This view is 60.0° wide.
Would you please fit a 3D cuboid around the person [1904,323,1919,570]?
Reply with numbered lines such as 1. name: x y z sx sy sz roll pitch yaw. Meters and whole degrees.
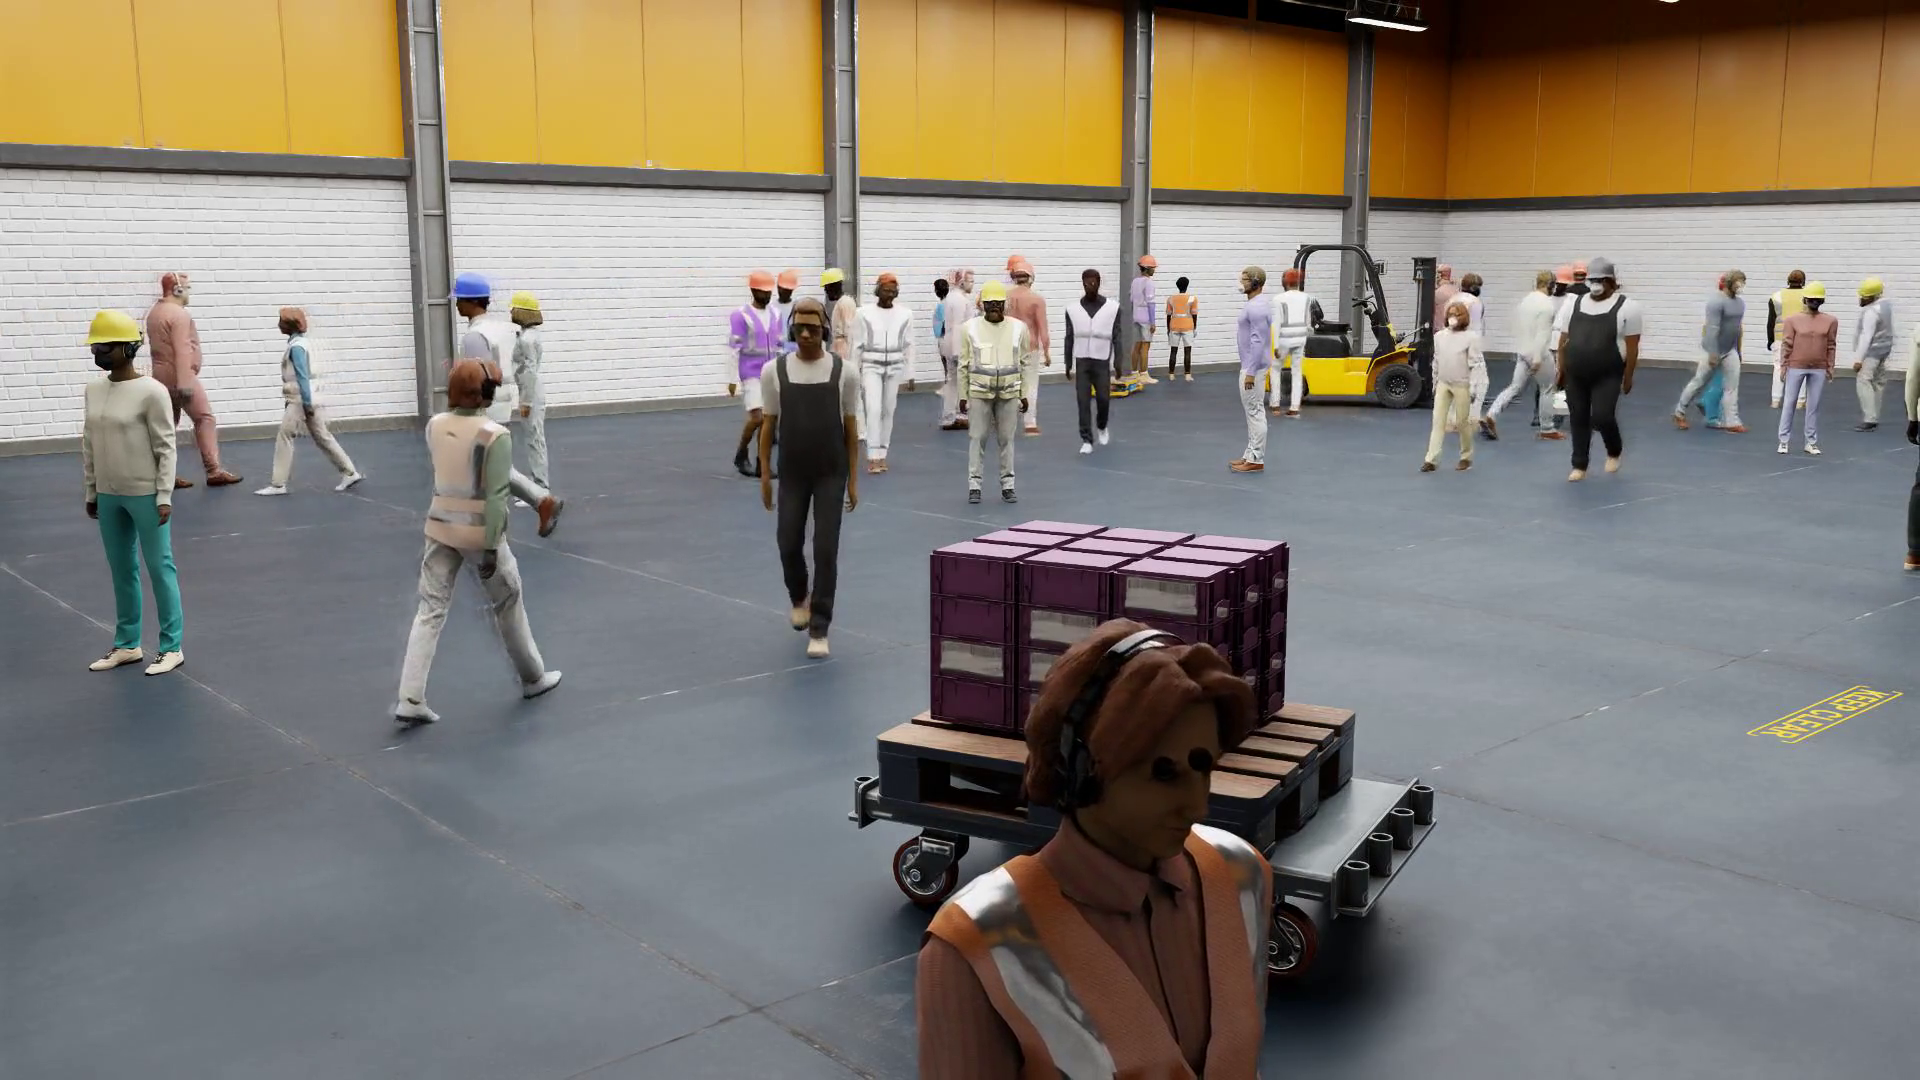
1. person: 6.347 -0.769 10.583 0.400 1.989 0.623 -6 11 -30

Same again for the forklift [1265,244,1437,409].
1. forklift: 5.256 -2.933 22.661 2.313 2.155 1.214 3 10 16

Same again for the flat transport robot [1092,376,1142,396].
1. flat transport robot: 2.223 -2.263 24.364 0.652 0.197 1.431 3 10 16

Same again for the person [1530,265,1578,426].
1. person: 7.074 -2.296 19.747 0.560 1.911 0.488 5 11 26

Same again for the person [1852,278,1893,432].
1. person: 10.563 -2.143 19.278 0.406 1.781 0.691 9 13 44

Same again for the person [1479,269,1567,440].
1. person: 6.198 -2.014 18.187 0.958 1.897 0.637 -2 10 -11

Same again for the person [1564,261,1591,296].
1. person: 8.244 -2.728 22.174 0.653 1.941 1.028 6 11 30

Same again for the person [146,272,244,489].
1. person: -6.691 -1.385 14.504 0.680 1.877 0.812 9 13 41

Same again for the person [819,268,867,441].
1. person: -1.298 -2.013 18.149 0.634 1.889 0.612 -1 10 -4

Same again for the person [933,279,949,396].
1. person: -0.237 -2.944 24.184 0.321 1.695 0.530 1 10 3

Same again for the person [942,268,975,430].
1. person: 0.054 -2.193 19.226 0.587 1.881 0.678 -1 10 -7

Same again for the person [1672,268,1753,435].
1. person: 8.664 -2.167 19.073 0.640 1.896 1.007 -6 11 -31

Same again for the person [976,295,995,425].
1. person: 0.336 -2.156 19.758 0.347 1.616 0.515 -3 10 -16

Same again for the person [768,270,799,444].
1. person: -1.895 -2.007 18.186 0.557 1.879 1.022 1 10 6

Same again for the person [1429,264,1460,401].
1. person: 6.753 -2.902 23.336 0.399 1.905 0.642 7 12 35

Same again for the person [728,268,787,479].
1. person: -1.793 -1.488 15.012 0.437 1.915 0.579 9 13 41

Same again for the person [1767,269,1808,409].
1. person: 11.079 -2.667 22.138 0.619 1.845 0.430 6 11 32

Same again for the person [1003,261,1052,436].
1. person: 0.707 -2.149 18.721 0.650 1.970 0.560 7 12 36

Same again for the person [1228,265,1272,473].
1. person: 2.730 -1.592 15.562 0.372 1.940 0.629 1 10 7

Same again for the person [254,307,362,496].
1. person: -5.564 -1.186 14.168 0.844 1.601 0.524 -3 10 -16

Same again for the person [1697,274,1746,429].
1. person: 8.935 -2.221 19.565 0.617 1.822 0.486 -4 10 -22

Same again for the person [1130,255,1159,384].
1. person: 2.941 -3.484 26.334 0.391 2.041 0.615 -4 11 -23

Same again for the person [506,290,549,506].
1. person: -3.514 -1.147 13.520 0.288 1.746 0.487 -2 10 -13

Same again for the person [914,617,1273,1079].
1. person: 0.164 0.894 1.884 0.511 1.639 0.308 -8 13 -40

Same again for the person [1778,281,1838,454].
1. person: 8.659 -1.748 16.985 0.533 1.765 0.329 2 10 11

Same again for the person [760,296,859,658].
1. person: -0.763 -0.332 8.522 0.507 1.830 0.568 0 10 -3

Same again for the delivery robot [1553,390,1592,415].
1. delivery robot: 7.217 -1.613 19.451 0.707 0.478 0.477 0 10 0

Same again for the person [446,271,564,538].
1. person: -3.186 -0.879 11.448 0.724 1.928 0.619 -1 10 -4

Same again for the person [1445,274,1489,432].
1. person: 5.842 -2.131 19.095 0.562 1.815 0.659 -3 10 -18

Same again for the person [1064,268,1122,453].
1. person: 1.374 -1.855 17.209 0.612 1.899 0.550 2 10 11

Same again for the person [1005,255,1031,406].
1. person: 0.789 -2.831 22.514 0.395 2.040 0.609 2 10 9

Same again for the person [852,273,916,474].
1. person: -0.685 -1.543 15.491 0.584 1.858 0.775 -3 10 -15

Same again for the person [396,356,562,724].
1. person: -2.159 -0.008 7.313 0.502 1.588 0.919 4 11 24

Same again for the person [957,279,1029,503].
1. person: 0.278 -1.211 13.638 0.602 1.830 0.404 -1 10 -7

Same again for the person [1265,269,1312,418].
1. person: 4.110 -2.475 20.944 0.580 1.857 0.719 -3 10 -17

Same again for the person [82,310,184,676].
1. person: -4.024 -0.224 8.053 0.523 1.769 0.313 3 10 18

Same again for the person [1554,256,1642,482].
1. person: 5.682 -1.535 14.924 0.690 2.000 0.584 8 13 40

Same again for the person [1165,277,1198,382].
1. person: 3.580 -3.399 26.865 0.535 1.693 0.317 4 11 24

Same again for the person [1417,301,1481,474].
1. person: 4.609 -1.418 15.544 0.520 1.605 0.708 10 14 44
